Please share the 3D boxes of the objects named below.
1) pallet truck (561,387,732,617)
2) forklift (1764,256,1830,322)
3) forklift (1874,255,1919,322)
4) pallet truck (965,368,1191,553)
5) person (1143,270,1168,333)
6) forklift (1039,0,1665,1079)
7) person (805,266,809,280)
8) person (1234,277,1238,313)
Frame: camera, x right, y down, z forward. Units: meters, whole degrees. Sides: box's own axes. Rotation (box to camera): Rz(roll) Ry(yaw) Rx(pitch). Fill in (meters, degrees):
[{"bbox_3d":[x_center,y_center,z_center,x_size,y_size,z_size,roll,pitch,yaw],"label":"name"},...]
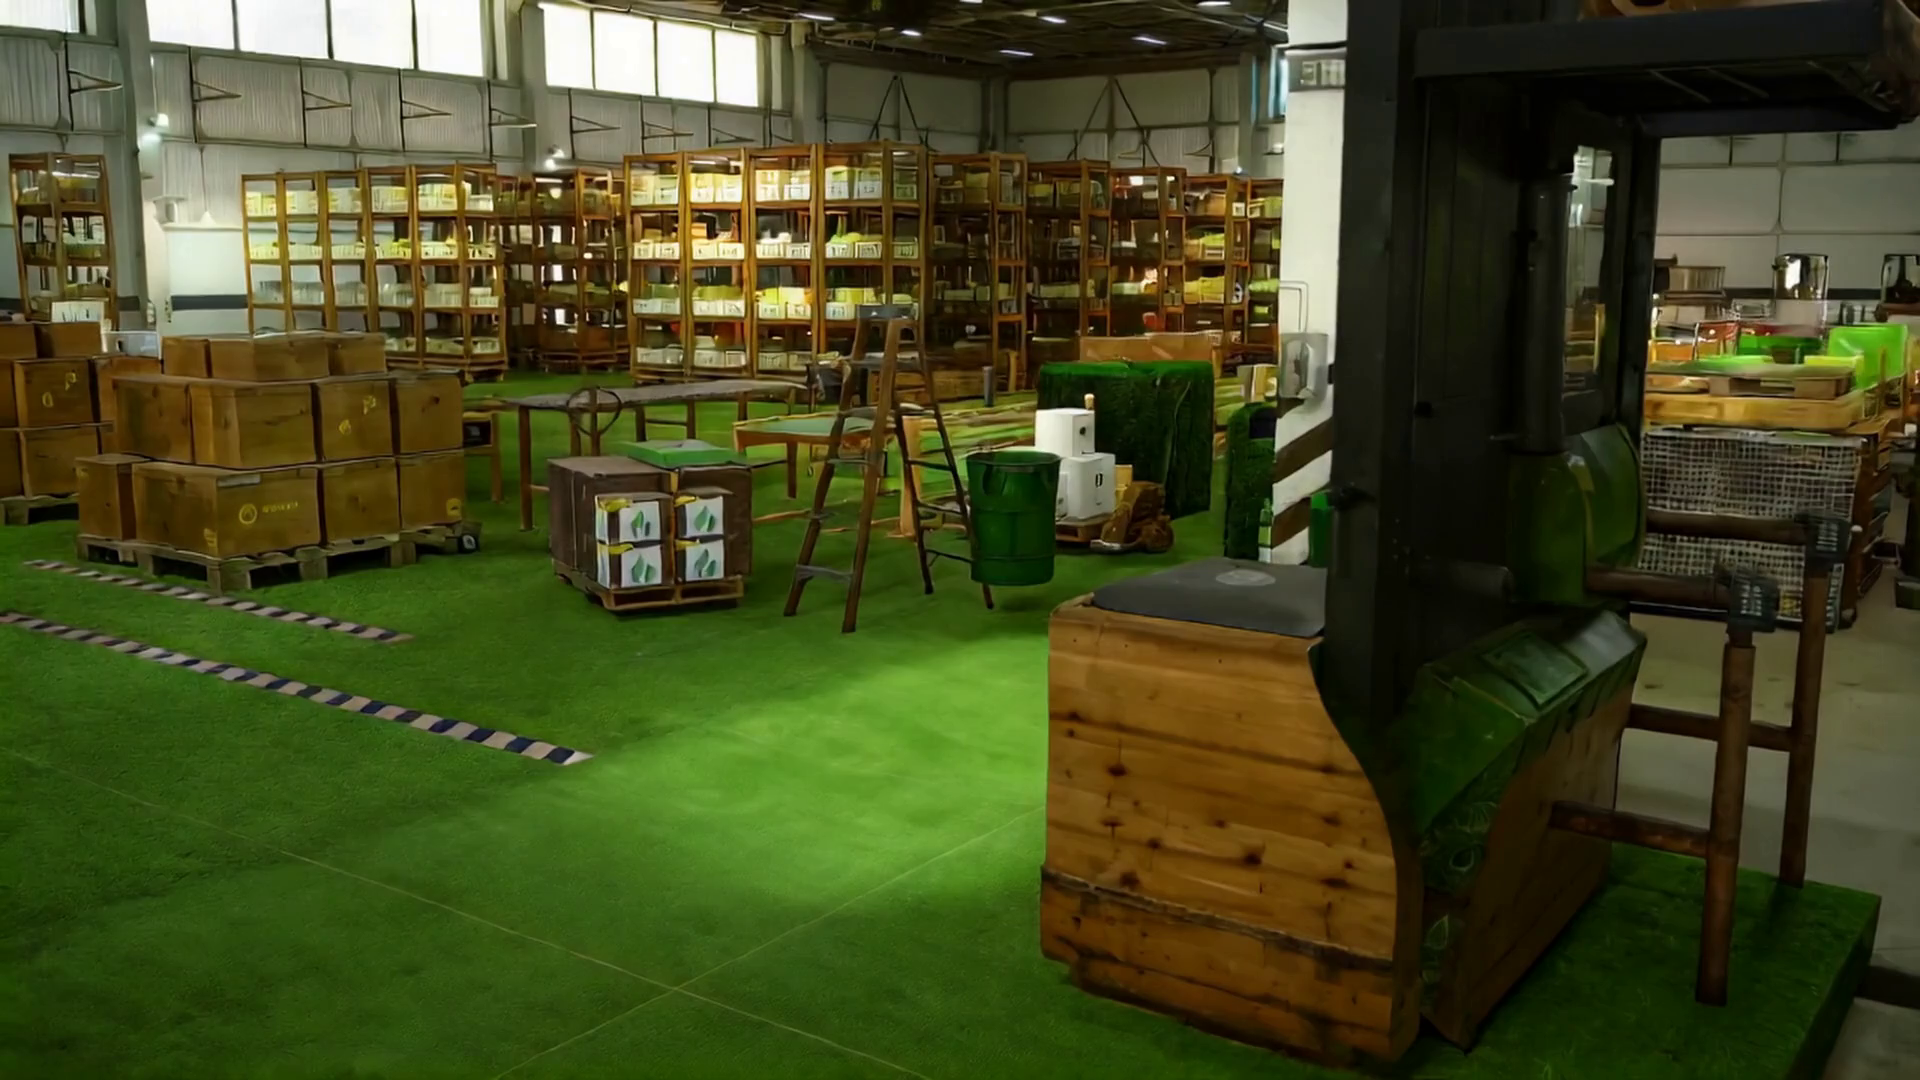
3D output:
[{"bbox_3d":[-1.981,-0.274,10.088,0.680,1.201,1.601,-5,11,-28],"label":"pallet truck"},{"bbox_3d":[20.253,-5.854,40.139,1.157,1.987,2.680,7,12,35],"label":"forklift"},{"bbox_3d":[22.089,-5.634,38.796,1.157,1.987,2.680,6,11,33],"label":"forklift"},{"bbox_3d":[0.845,-0.609,11.869,1.630,1.274,0.653,7,12,35],"label":"pallet truck"},{"bbox_3d":[3.779,-4.313,32.336,0.403,1.837,0.590,-9,13,-43],"label":"person"},{"bbox_3d":[1.249,-0.137,4.360,1.873,2.768,1.129,7,12,35],"label":"forklift"},{"bbox_3d":[-3.454,-5.290,37.687,0.623,1.989,0.399,6,11,31],"label":"person"},{"bbox_3d":[7.384,-6.489,45.260,0.564,1.847,0.397,-6,11,-34],"label":"person"}]
